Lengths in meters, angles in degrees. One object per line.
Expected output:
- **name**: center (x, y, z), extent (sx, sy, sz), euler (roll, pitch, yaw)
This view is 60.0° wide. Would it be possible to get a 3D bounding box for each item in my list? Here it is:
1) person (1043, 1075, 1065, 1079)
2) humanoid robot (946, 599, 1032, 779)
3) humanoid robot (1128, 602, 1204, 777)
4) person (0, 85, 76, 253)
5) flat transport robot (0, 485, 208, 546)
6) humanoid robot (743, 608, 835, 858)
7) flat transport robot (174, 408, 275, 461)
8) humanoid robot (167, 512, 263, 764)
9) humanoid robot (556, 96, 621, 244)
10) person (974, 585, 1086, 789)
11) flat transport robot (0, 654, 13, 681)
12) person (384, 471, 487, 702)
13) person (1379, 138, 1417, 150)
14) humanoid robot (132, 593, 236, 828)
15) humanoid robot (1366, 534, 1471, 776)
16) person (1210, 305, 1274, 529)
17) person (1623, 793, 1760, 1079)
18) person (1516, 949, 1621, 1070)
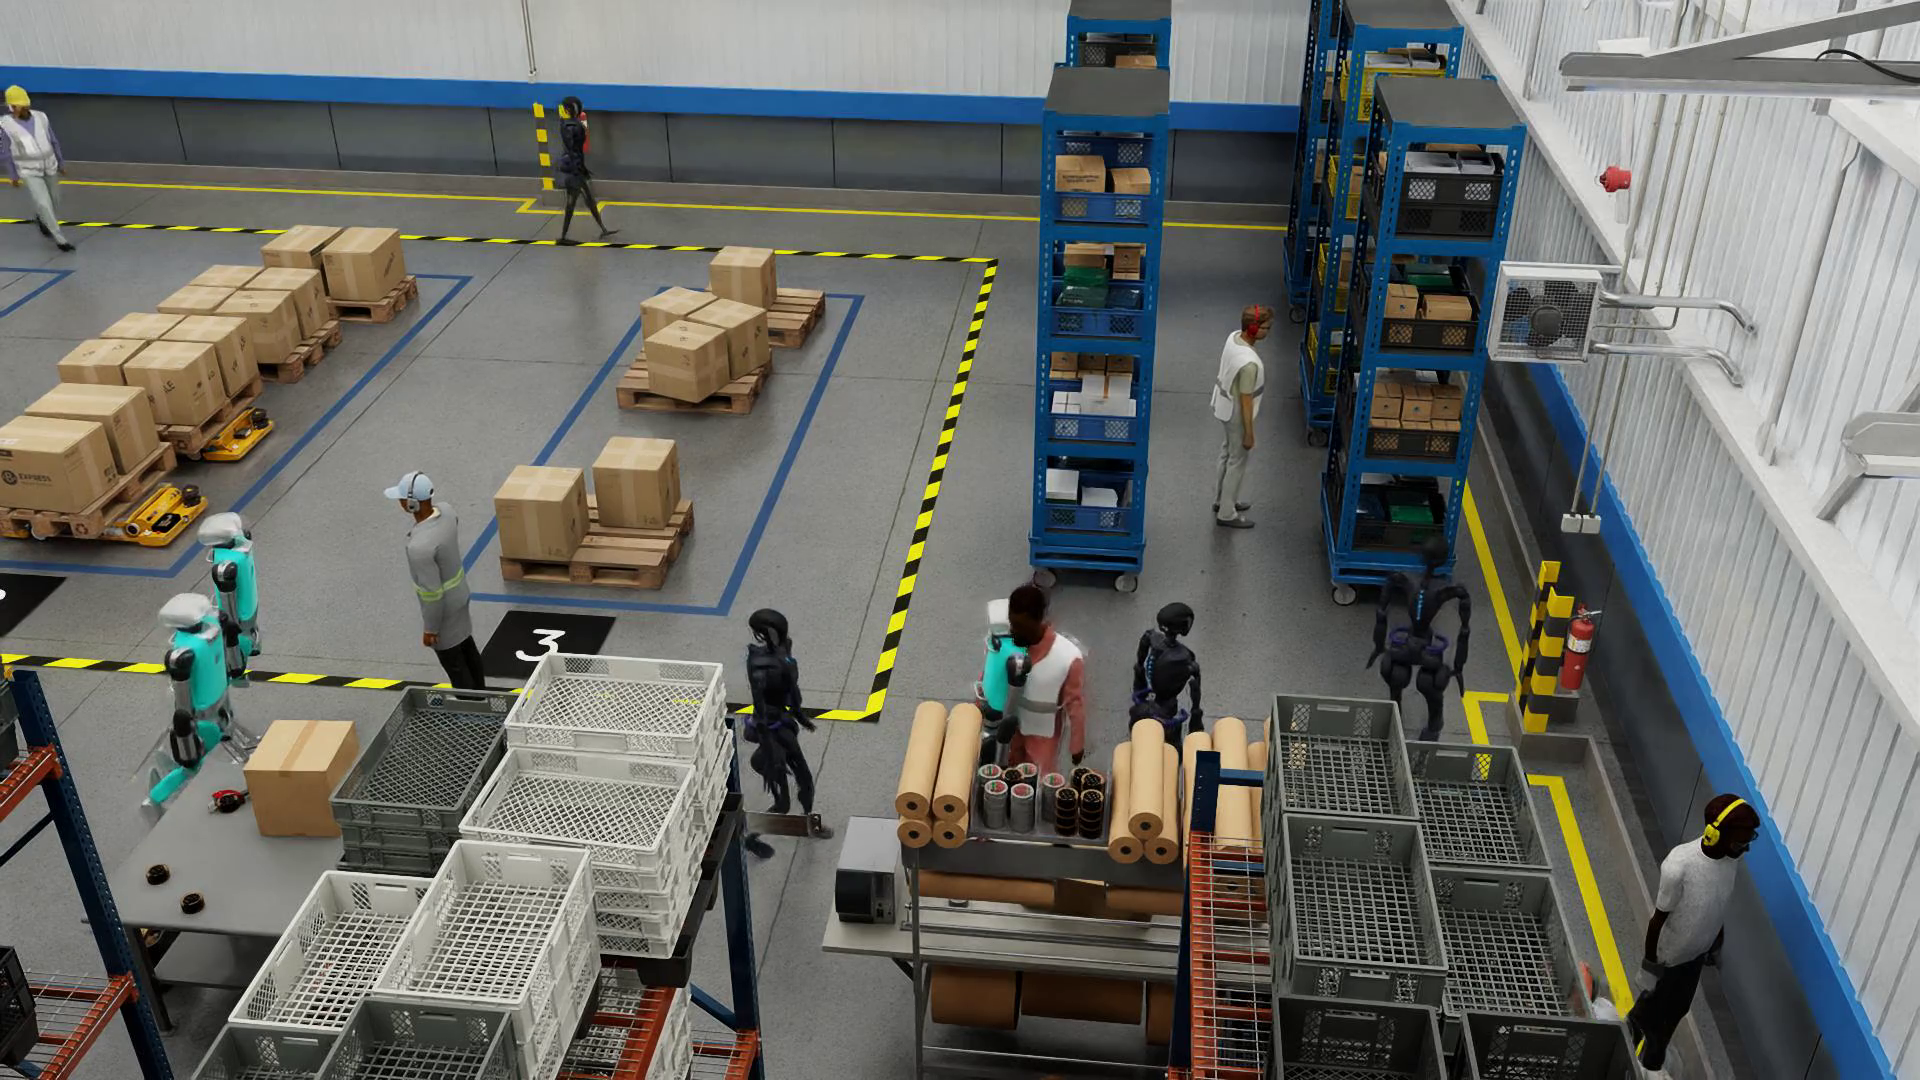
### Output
- **person**: center (0.328, 2.750, 6.386), extent (0.621, 1.844, 0.429), euler (6, 31, 9)
- **humanoid robot**: center (0.019, 1.139, 9.276), extent (0.960, 1.758, 0.535), euler (-5, 31, -9)
- **humanoid robot**: center (1.085, 1.065, 9.463), extent (0.635, 1.638, 0.603), euler (-18, 35, -27)
- **person**: center (-10.098, -4.075, 18.143), extent (0.766, 1.808, 0.597), euler (19, 35, 29)
- **flat transport robot**: center (-6.760, -0.237, 13.053), extent (1.431, 0.197, 0.652), euler (3, 30, 6)
- **humanoid robot**: center (-1.023, 1.091, 9.421), extent (0.532, 1.629, 0.597), euler (7, 31, 11)
- **flat transport robot**: center (-6.728, -0.944, 14.268), extent (1.431, 0.197, 0.652), euler (3, 30, 6)
- **humanoid robot**: center (-4.512, 0.627, 10.004), extent (0.735, 1.677, 0.533), euler (-5, 31, -9)
- **humanoid robot**: center (-4.163, -4.041, 18.231), extent (0.710, 1.632, 0.586), euler (-2, 30, -4)
- **person**: center (0.325, 1.095, 9.171), extent (0.620, 1.894, 0.684), euler (21, 36, 32)
- **flat transport robot**: center (-7.142, 0.969, 11.010), extent (1.431, 0.231, 0.659), euler (3, 30, 6)
- **person**: center (-3.268, 0.400, 10.412), extent (0.401, 1.851, 0.590), euler (1, 30, 2)
- **person**: center (4.683, -3.937, 17.854), extent (0.506, 1.862, 0.314), euler (23, 37, 34)
- **humanoid robot**: center (-4.423, 1.103, 9.354), extent (0.804, 1.803, 0.531), euler (2, 30, 3)
- **humanoid robot**: center (2.737, 0.747, 10.000), extent (0.608, 1.646, 0.466), euler (15, 33, 24)
- **person**: center (2.124, -0.946, 12.745), extent (0.389, 1.833, 0.568), euler (-2, 30, -3)
- **person**: center (3.381, 1.936, 7.774), extent (0.511, 1.858, 0.332), euler (-14, 33, -23)
- **person**: center (2.463, 2.464, 6.746), extent (0.957, 1.984, 0.669), euler (27, 39, 38)
